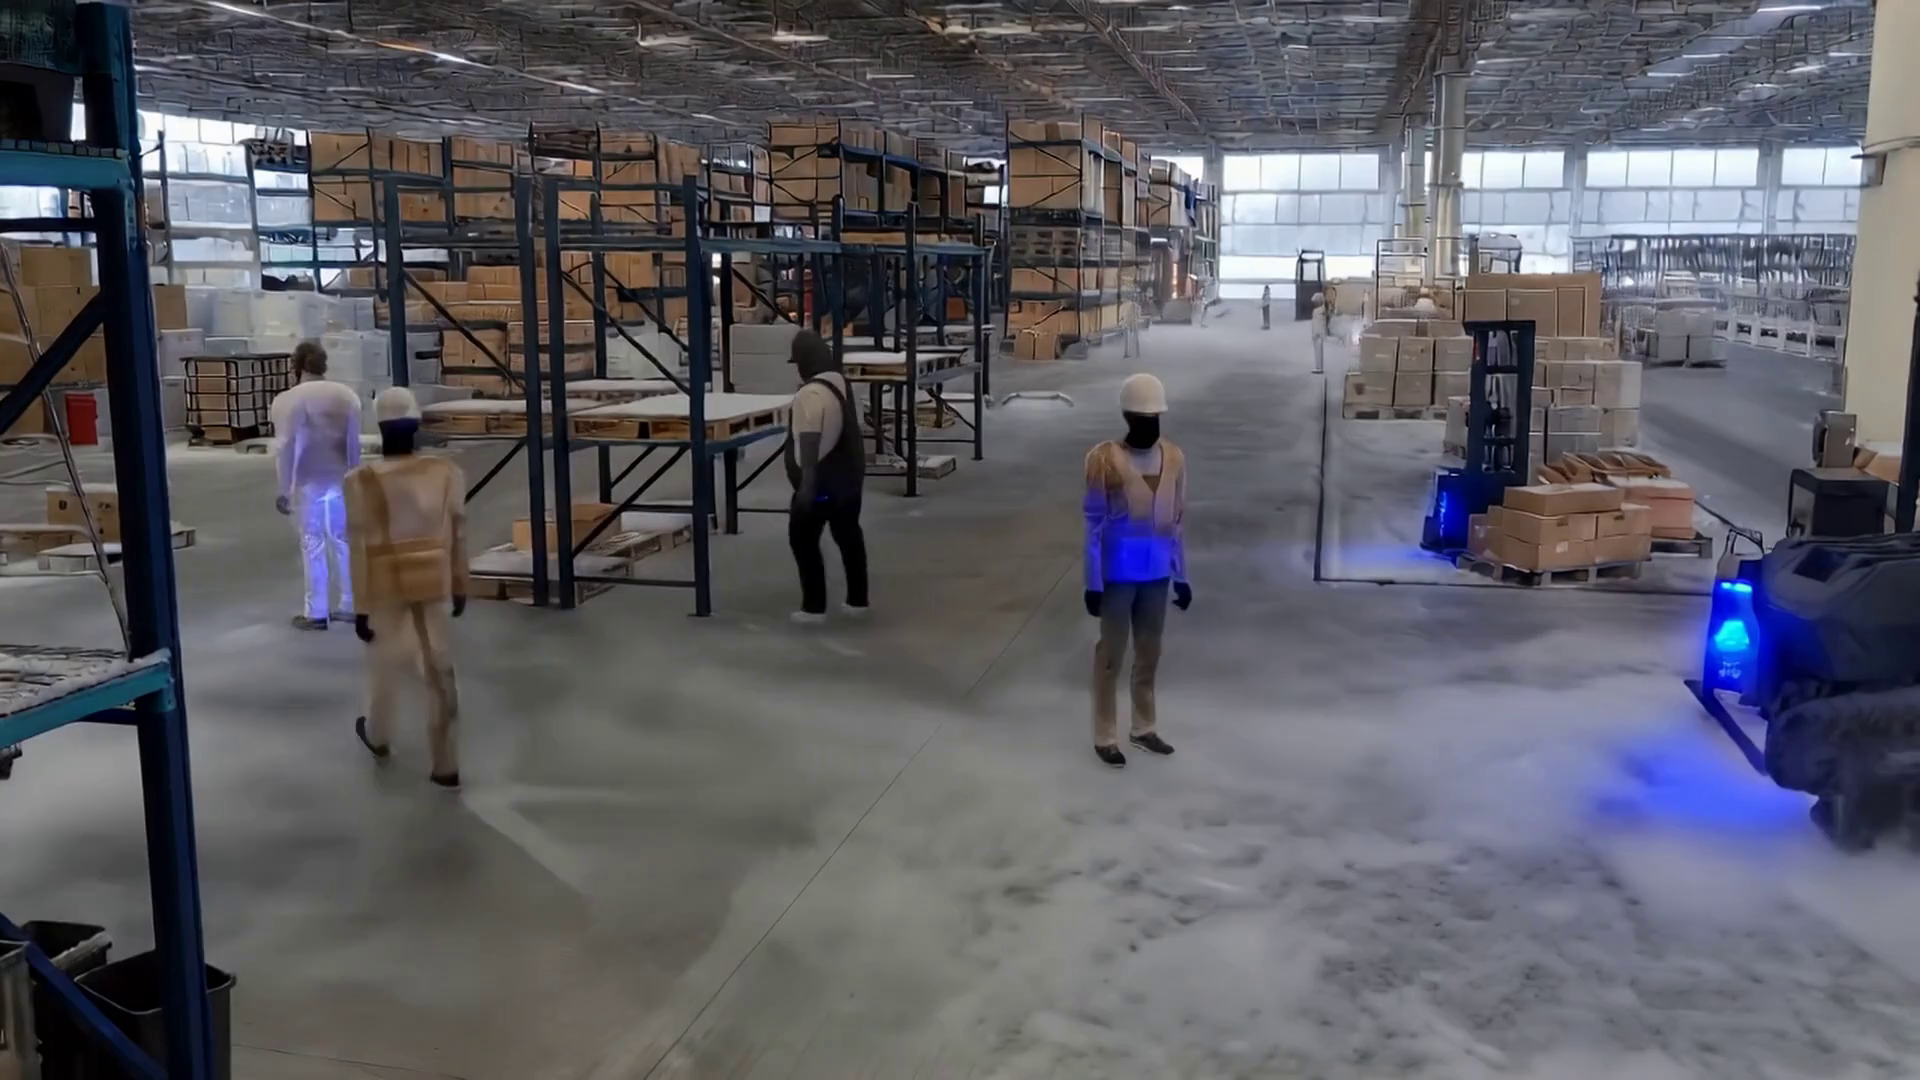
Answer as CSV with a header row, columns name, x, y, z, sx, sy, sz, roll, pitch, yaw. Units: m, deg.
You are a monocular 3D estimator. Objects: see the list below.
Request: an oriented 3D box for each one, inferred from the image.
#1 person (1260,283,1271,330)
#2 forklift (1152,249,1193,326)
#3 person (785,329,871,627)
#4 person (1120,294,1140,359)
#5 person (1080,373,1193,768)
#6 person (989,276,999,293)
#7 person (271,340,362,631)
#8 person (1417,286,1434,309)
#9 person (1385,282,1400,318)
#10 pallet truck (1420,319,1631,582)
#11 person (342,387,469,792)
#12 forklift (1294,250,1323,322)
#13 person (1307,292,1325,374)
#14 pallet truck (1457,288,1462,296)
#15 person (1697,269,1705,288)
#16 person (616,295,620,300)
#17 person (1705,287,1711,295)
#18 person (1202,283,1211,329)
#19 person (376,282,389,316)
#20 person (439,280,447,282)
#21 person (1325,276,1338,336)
name,x,y,z,sx,sy,sz,roll,pitch,yaw
person,10.699,-8.164,58.234,0.264,1.632,0.507,8,12,38
forklift,7.646,-9.320,61.395,1.873,2.768,1.129,2,10,11
person,-0.924,-0.448,11.342,0.540,2.000,0.705,6,11,31
person,4.251,-5.304,41.381,0.347,1.613,0.607,-8,12,-39
person,0.879,0.150,8.195,0.637,1.937,0.406,-5,11,-29
person,1.796,-12.786,85.048,0.659,1.820,0.670,2,10,13
person,-4.295,-0.364,11.143,0.372,1.940,0.629,7,12,35
person,11.502,-5.377,41.184,0.599,1.816,0.496,-7,12,-37
person,10.071,-5.045,38.872,0.371,1.935,0.551,4,10,24
pallet truck,4.543,-0.757,13.299,0.823,1.965,1.885,-4,10,-22
person,-2.631,0.214,7.919,0.611,1.868,1.015,-7,12,-35
forklift,13.778,-10.002,65.433,1.129,2.768,1.873,2,10,12
person,7.748,-4.478,36.020,0.308,1.769,0.524,-1,10,-6
pallet truck,20.506,-9.785,68.819,0.653,1.274,1.630,2,10,12
person,35.452,-11.987,79.803,0.622,1.994,0.382,0,10,-3
person,-8.146,-4.972,39.304,0.887,1.646,0.543,1,10,3
person,38.634,-12.935,85.847,0.565,1.849,0.388,2,10,12
person,8.789,-8.329,59.216,0.287,1.631,0.501,1,10,3
person,-14.468,-5.576,42.105,0.587,1.911,0.397,-5,11,-26
person,-12.110,-5.117,39.127,0.612,1.995,0.376,5,11,30
person,11.993,-7.545,53.706,0.385,1.927,0.545,6,12,34
